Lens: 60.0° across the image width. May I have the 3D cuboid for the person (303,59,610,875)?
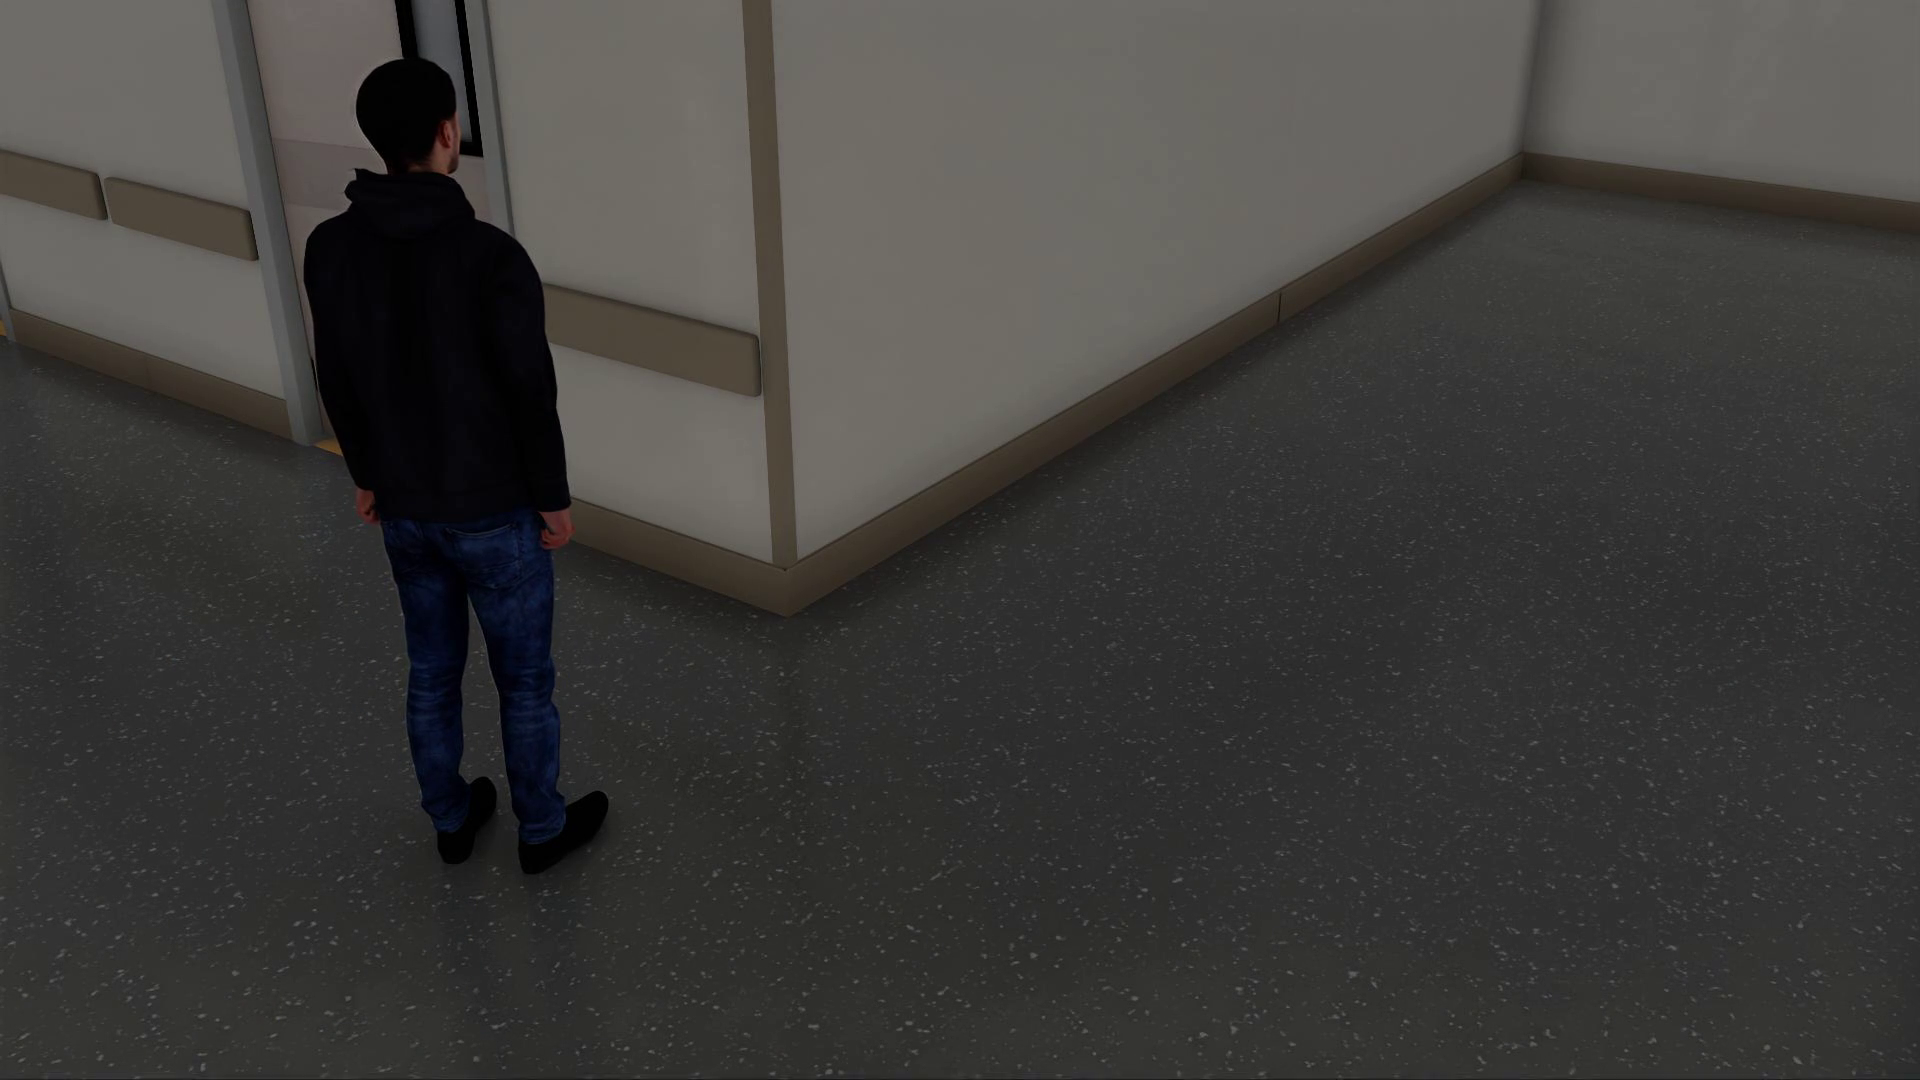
[{"bbox_3d":[-1.123,-0.100,3.694,0.755,1.894,0.715,5,26,11],"label":"person"}]
